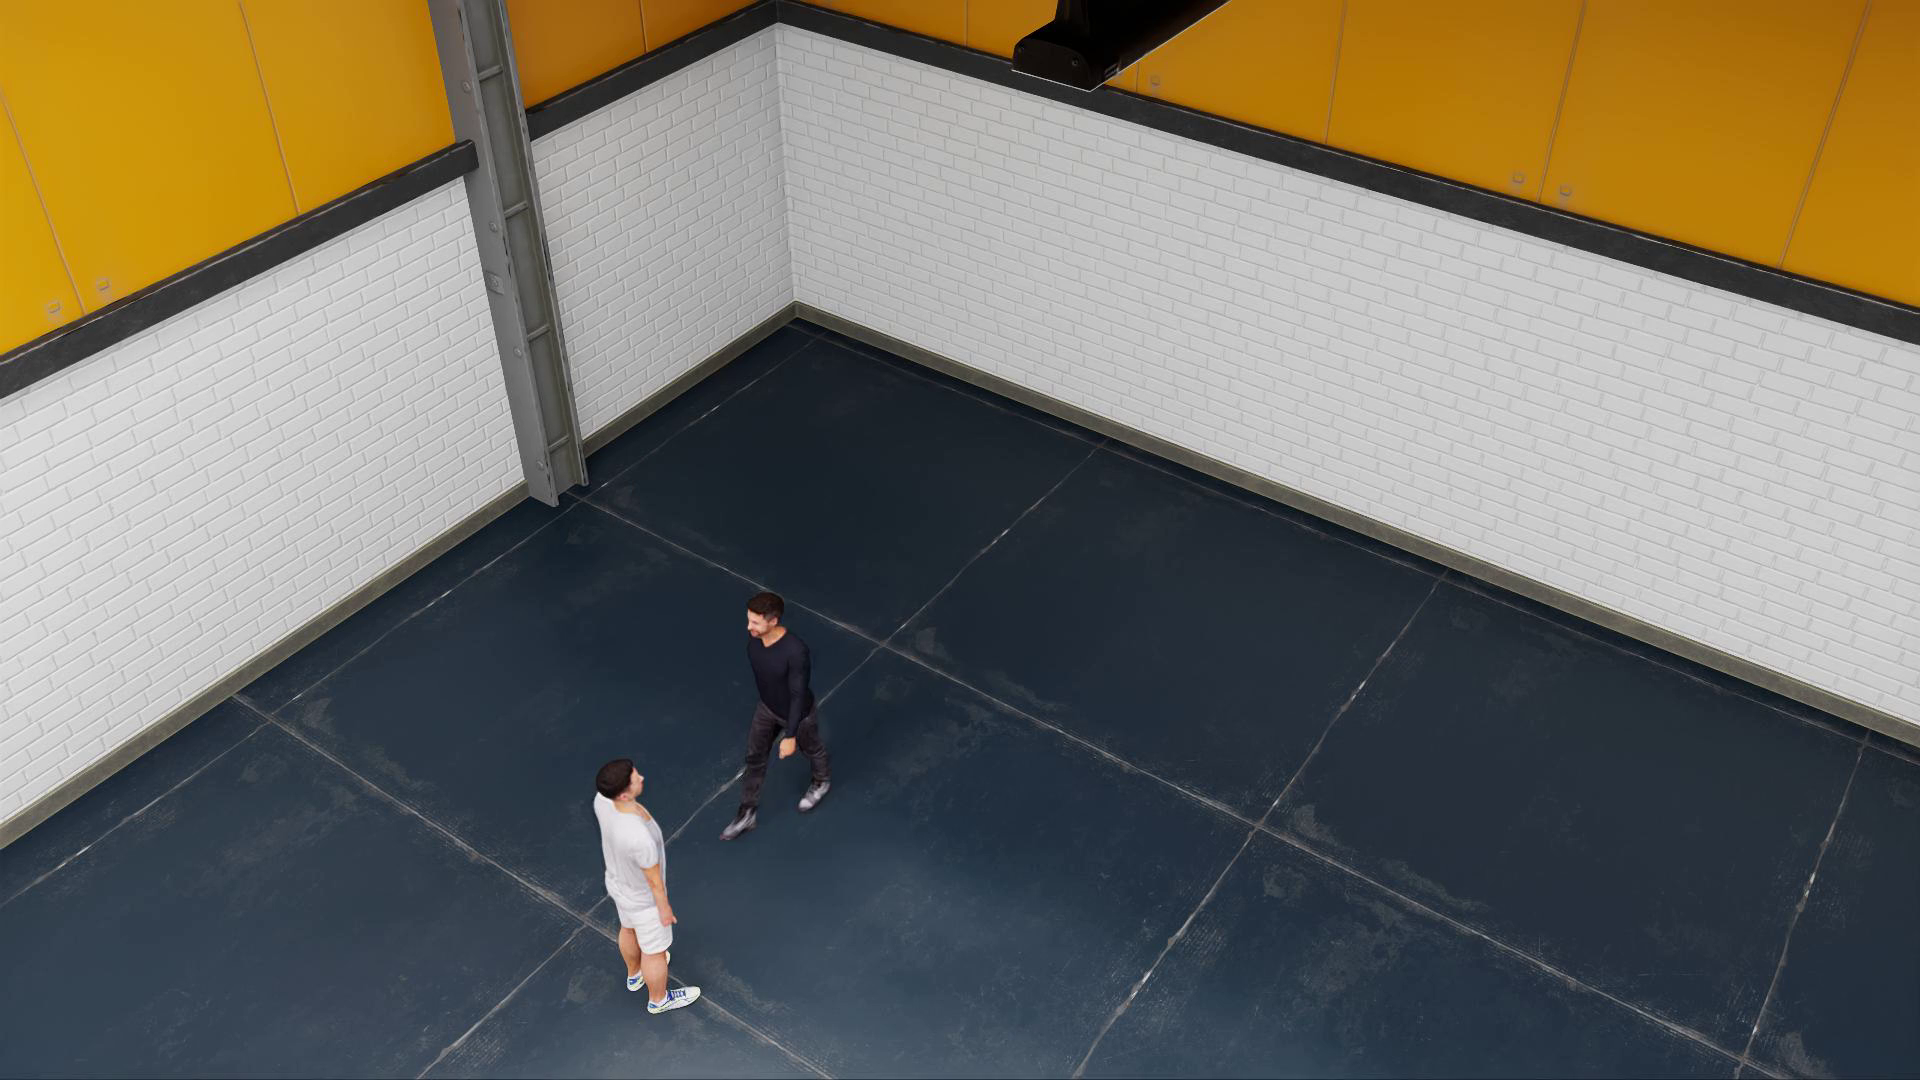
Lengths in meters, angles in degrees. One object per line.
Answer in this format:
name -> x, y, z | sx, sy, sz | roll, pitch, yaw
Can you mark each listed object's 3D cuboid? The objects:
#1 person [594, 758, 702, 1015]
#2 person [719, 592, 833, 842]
person -> -1.761, 1.871, 9.050 | 0.665, 1.854, 0.741 | -27, 46, -29
person -> -0.989, 0.987, 10.175 | 0.649, 1.832, 1.061 | 24, 44, 27
